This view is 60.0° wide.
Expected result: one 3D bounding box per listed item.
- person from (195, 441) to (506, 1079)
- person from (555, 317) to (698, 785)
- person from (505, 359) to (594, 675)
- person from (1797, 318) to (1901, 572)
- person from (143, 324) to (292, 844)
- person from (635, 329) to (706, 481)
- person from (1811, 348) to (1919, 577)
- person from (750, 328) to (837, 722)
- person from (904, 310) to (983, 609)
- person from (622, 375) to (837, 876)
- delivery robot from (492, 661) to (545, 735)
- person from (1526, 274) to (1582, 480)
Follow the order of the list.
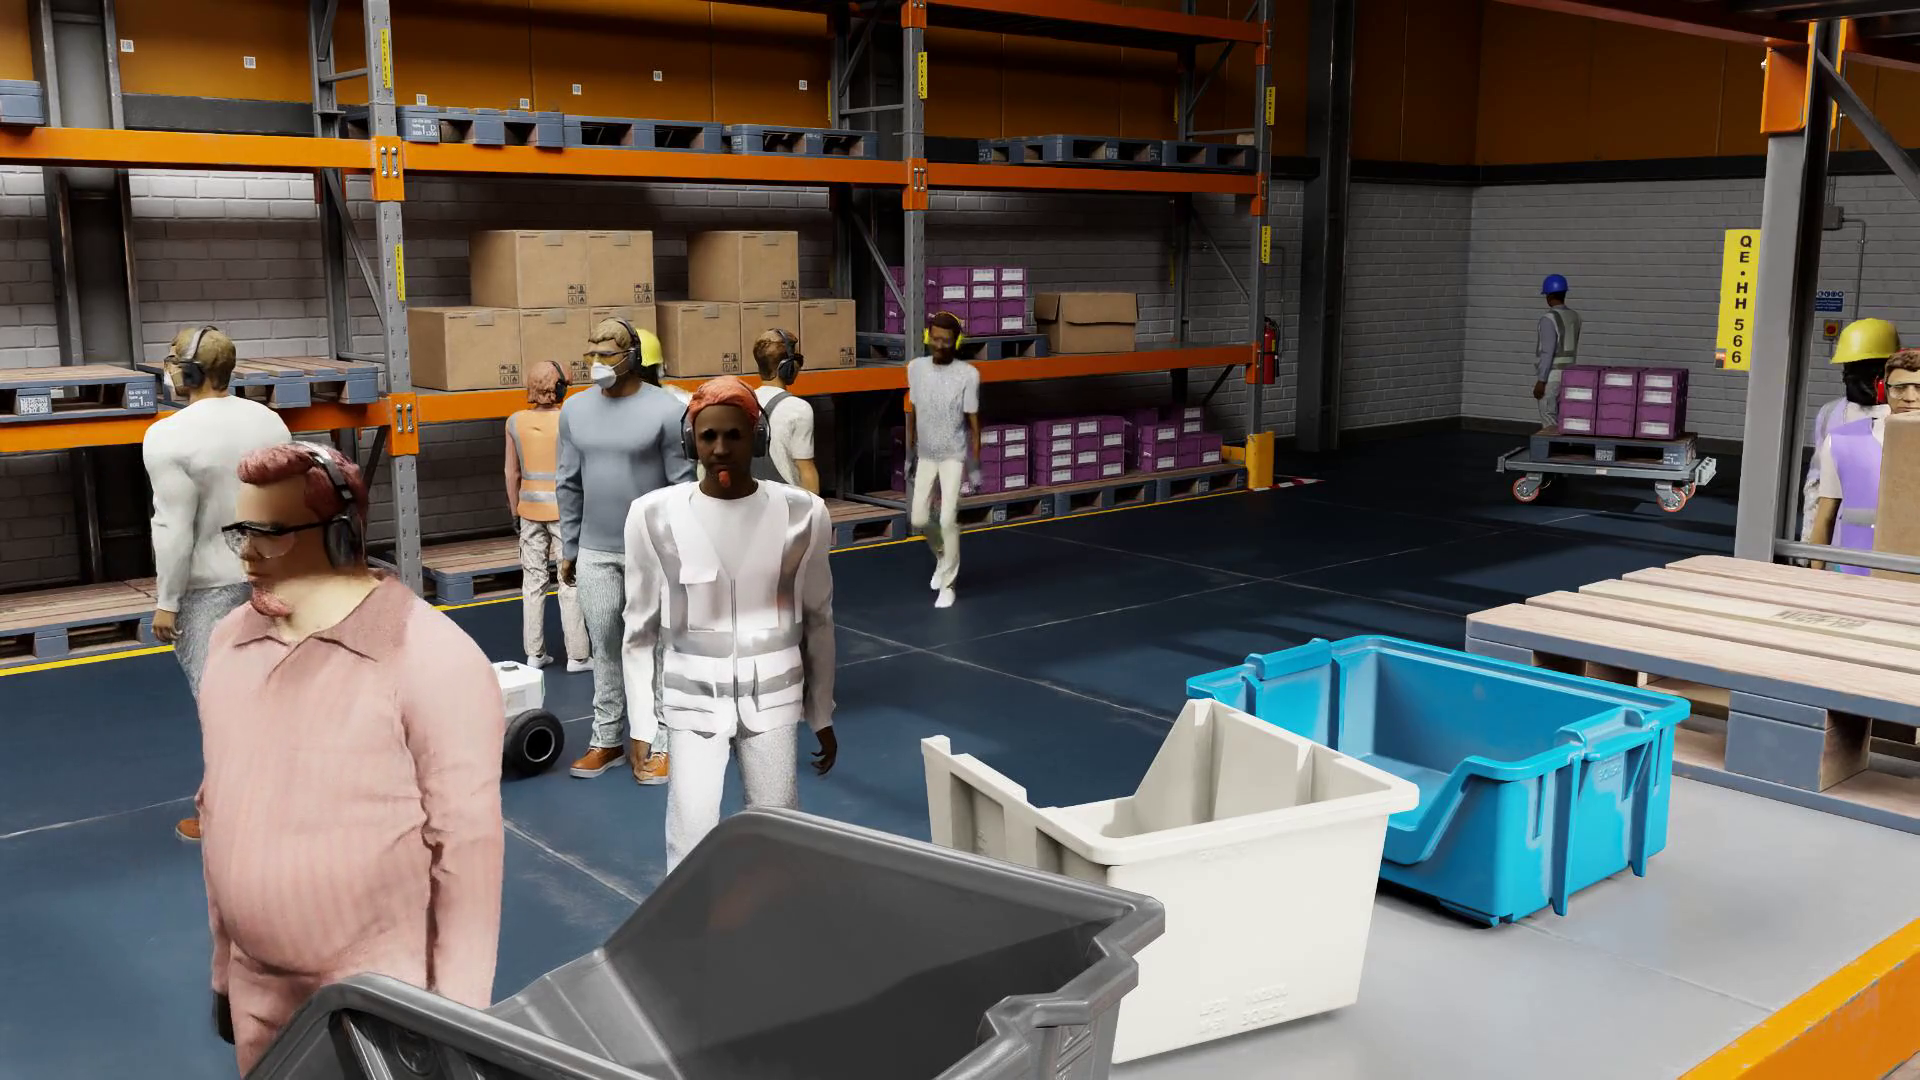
[{"bbox_3d":[-1.124,0.765,2.996,0.647,1.906,0.403,4,11,23],"label":"person"},{"bbox_3d":[-1.382,0.049,6.899,0.635,1.937,0.352,3,11,18],"label":"person"},{"bbox_3d":[-2.112,-0.112,8.644,0.525,1.639,0.307,3,11,18],"label":"person"},{"bbox_3d":[3.848,0.029,7.082,0.396,1.917,0.635,-4,11,-23],"label":"person"},{"bbox_3d":[-2.757,0.170,6.225,0.365,1.939,0.636,4,11,20],"label":"person"},{"bbox_3d":[-1.599,-0.181,8.560,0.596,1.810,0.428,-1,10,-6],"label":"person"},{"bbox_3d":[3.601,0.176,6.448,0.569,1.843,0.373,4,11,20],"label":"person"},{"bbox_3d":[-0.847,-0.066,7.807,0.504,1.847,0.344,7,12,34],"label":"person"},{"bbox_3d":[-0.102,-0.500,10.269,0.552,1.837,0.553,4,11,23],"label":"person"},{"bbox_3d":[-0.630,0.487,4.599,0.584,1.882,0.337,-2,10,-11],"label":"person"},{"bbox_3d":[-2.108,0.685,6.953,0.477,0.478,0.707,9,14,43],"label":"delivery robot"},{"bbox_3d":[5.639,-1.542,15.798,0.616,1.941,0.401,-9,14,-42],"label":"person"}]
